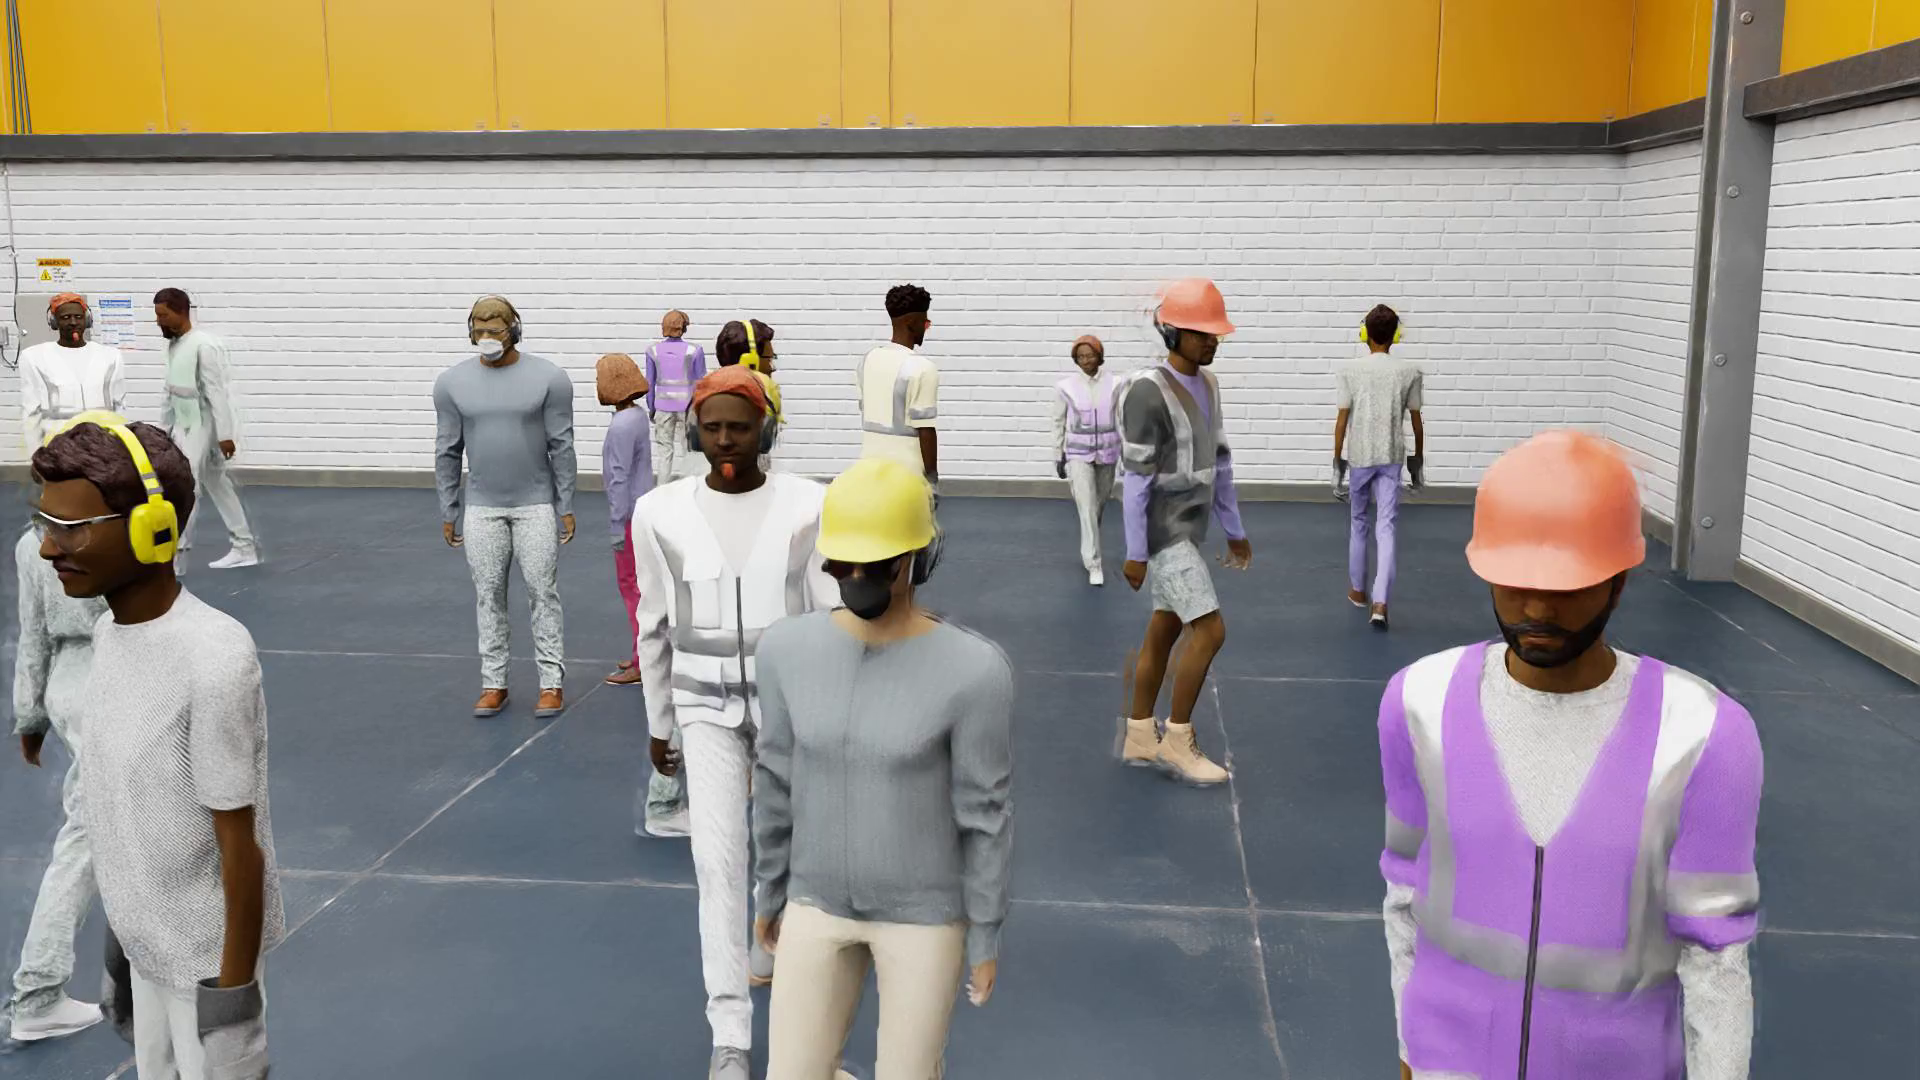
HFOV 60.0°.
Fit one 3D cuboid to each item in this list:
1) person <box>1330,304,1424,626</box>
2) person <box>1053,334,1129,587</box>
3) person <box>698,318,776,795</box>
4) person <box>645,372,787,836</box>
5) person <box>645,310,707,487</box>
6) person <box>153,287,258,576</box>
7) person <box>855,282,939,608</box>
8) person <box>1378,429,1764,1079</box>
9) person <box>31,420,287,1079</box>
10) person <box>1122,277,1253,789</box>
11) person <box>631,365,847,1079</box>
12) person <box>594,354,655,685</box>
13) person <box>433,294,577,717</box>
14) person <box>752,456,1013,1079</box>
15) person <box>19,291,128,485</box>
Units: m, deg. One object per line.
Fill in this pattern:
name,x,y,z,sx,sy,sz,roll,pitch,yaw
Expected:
person,2.418,-0.440,9.598,0.542,1.821,0.989,2,10,9
person,0.854,-0.544,10.830,0.506,1.594,0.884,-1,10,-7
person,-0.856,0.071,6.522,0.327,1.862,0.530,-5,11,-28
person,-0.786,0.243,5.992,0.806,1.683,0.502,-2,10,-14
person,-2.311,-1.057,13.610,0.523,1.639,0.306,1,10,7
person,-5.111,-0.705,10.904,0.915,1.872,0.621,-9,13,-41
person,-0.314,-0.370,8.789,0.381,1.959,0.599,-9,13,-41
person,0.911,0.751,2.554,0.549,1.898,0.927,5,11,26
person,-1.307,0.724,2.793,0.514,1.861,0.321,9,14,43
person,0.926,-0.024,6.615,0.666,2.014,0.629,5,11,25
person,-0.571,0.444,4.481,0.586,1.839,1.010,-1,10,-6
person,-1.631,-0.101,8.193,0.288,1.629,0.506,0,10,2
person,-2.064,-0.146,7.586,0.635,1.929,0.382,-1,10,-4
person,-0.147,0.697,3.205,0.531,1.753,0.438,3,10,18
person,-5.178,-0.511,9.793,0.573,1.883,0.356,-9,14,-43
